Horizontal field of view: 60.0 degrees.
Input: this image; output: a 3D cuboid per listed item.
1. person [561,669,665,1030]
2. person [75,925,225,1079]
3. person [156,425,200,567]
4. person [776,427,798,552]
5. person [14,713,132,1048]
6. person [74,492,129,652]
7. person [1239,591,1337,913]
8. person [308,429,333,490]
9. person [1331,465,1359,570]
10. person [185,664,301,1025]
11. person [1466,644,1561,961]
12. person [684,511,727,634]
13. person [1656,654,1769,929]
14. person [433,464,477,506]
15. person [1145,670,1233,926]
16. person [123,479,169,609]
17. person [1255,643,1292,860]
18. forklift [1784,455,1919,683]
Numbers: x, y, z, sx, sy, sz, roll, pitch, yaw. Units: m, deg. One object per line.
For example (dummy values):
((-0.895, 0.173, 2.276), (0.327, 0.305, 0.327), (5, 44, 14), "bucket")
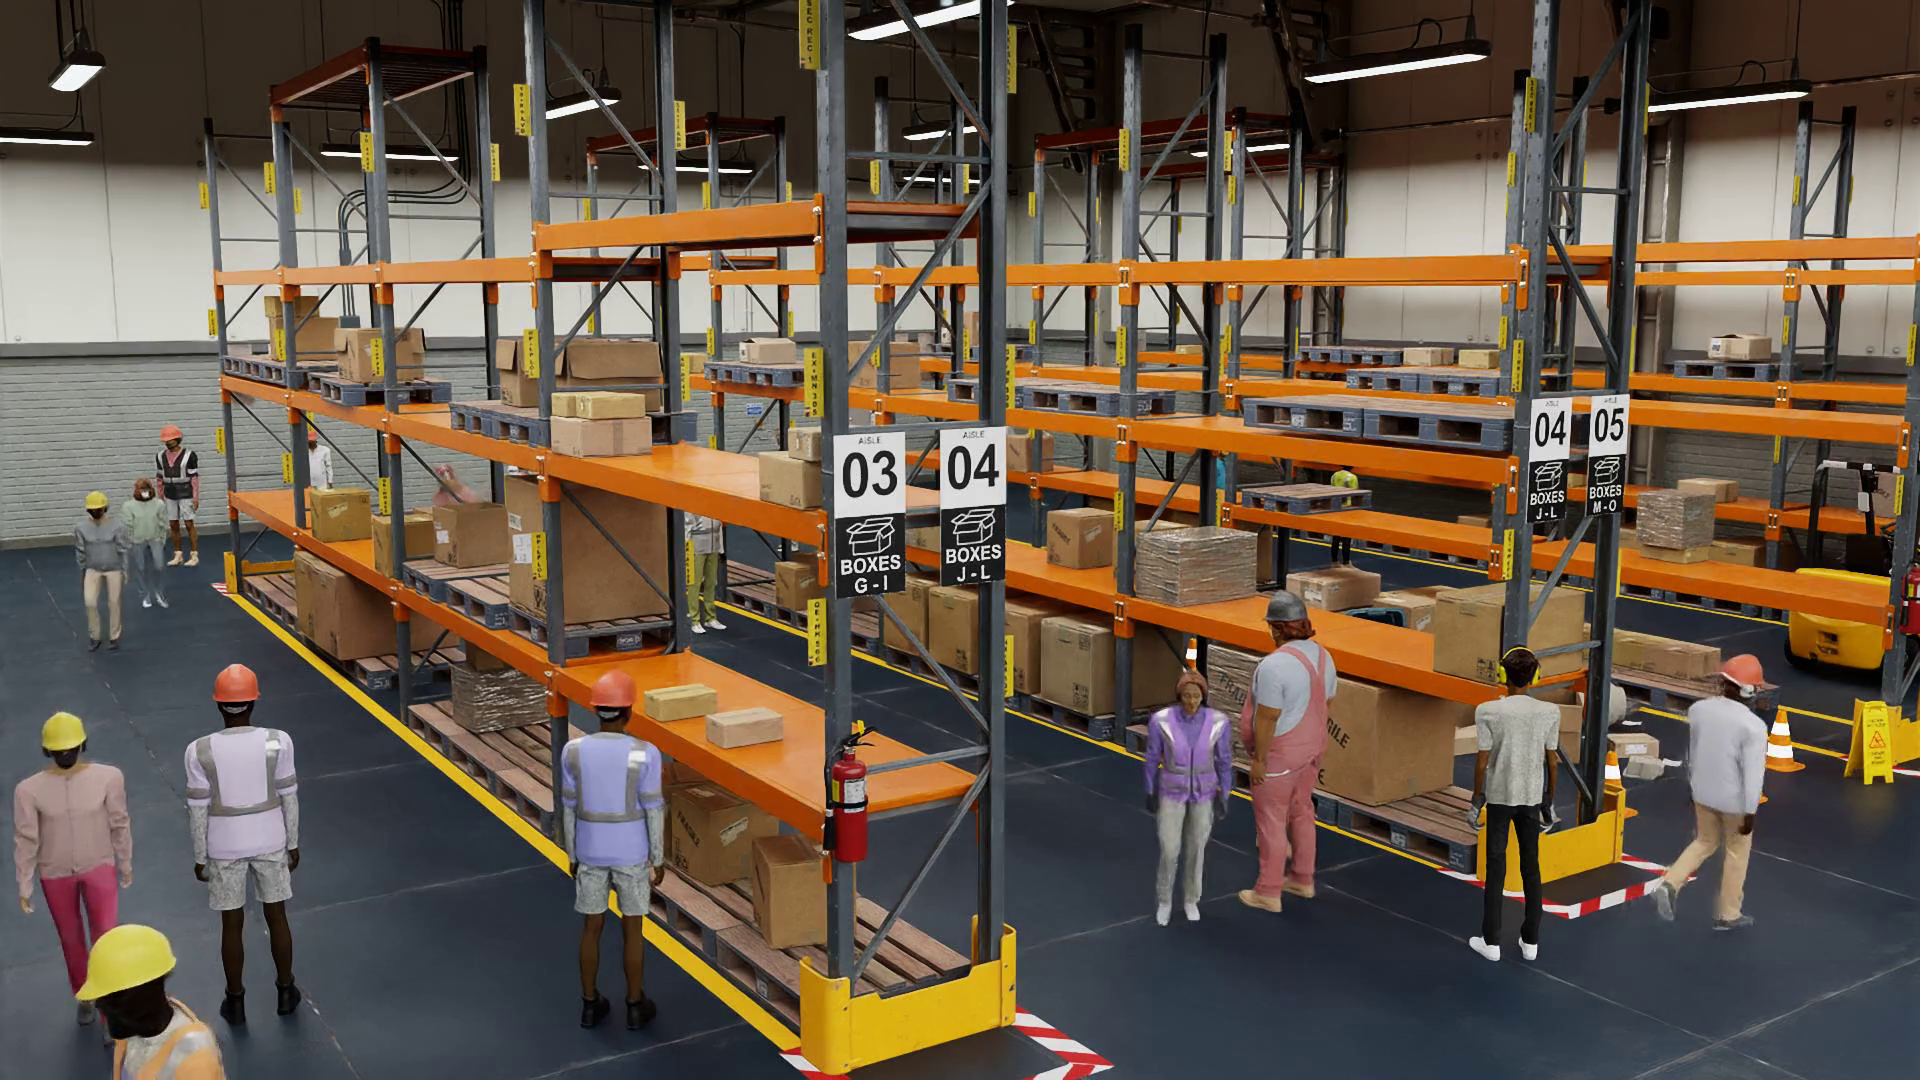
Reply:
((-1.819, 1.642, 8.826), (0.548, 1.932, 0.396), (1, 9, 6), "person")
((-2.594, 2.158, 5.443), (0.454, 1.915, 0.632), (-8, 11, -42), "person")
((-11.066, -0.615, 23.510), (0.611, 2.031, 0.410), (1, 9, 6), "person")
((-2.597, -0.763, 24.938), (0.395, 1.897, 0.642), (-1, 9, -9), "person")
((-4.597, 1.760, 8.645), (0.542, 1.728, 0.823), (-4, 10, -27), "person")
((-9.282, 0.345, 18.015), (0.537, 1.747, 0.538), (-3, 9, -17), "person")
((2.060, 1.313, 10.617), (0.686, 2.000, 0.537), (-8, 12, -43), "person")
((-10.331, -0.936, 26.602), (0.573, 1.738, 0.355), (-4, 9, -23), "person")
((5.353, -0.392, 23.108), (0.319, 1.698, 0.532), (-4, 9, -24), "person")
((-3.825, 1.621, 8.911), (0.542, 1.938, 0.358), (-4, 10, -26), "person")
((3.227, 1.533, 9.726), (0.514, 1.872, 0.328), (0, 9, 0), "person")
((-2.926, 0.099, 19.069), (0.362, 1.930, 0.587), (7, 11, 39), "person")
((4.600, 1.542, 10.107), (0.587, 1.730, 0.570), (-4, 9, -26), "person")
((-5.990, 0.016, 19.855), (0.717, 1.874, 0.772), (4, 9, 23), "person")
((1.401, 1.584, 10.223), (0.522, 1.615, 0.486), (0, 9, -2), "person")
((-9.979, 0.054, 20.424), (0.500, 1.612, 0.634), (-6, 10, -34), "person")
((2.220, 1.365, 11.449), (0.321, 1.686, 0.539), (-3, 9, -20), "person")
((9.643, 0.253, 17.172), (2.313, 2.155, 1.214), (-6, 10, -33), "forklift")
